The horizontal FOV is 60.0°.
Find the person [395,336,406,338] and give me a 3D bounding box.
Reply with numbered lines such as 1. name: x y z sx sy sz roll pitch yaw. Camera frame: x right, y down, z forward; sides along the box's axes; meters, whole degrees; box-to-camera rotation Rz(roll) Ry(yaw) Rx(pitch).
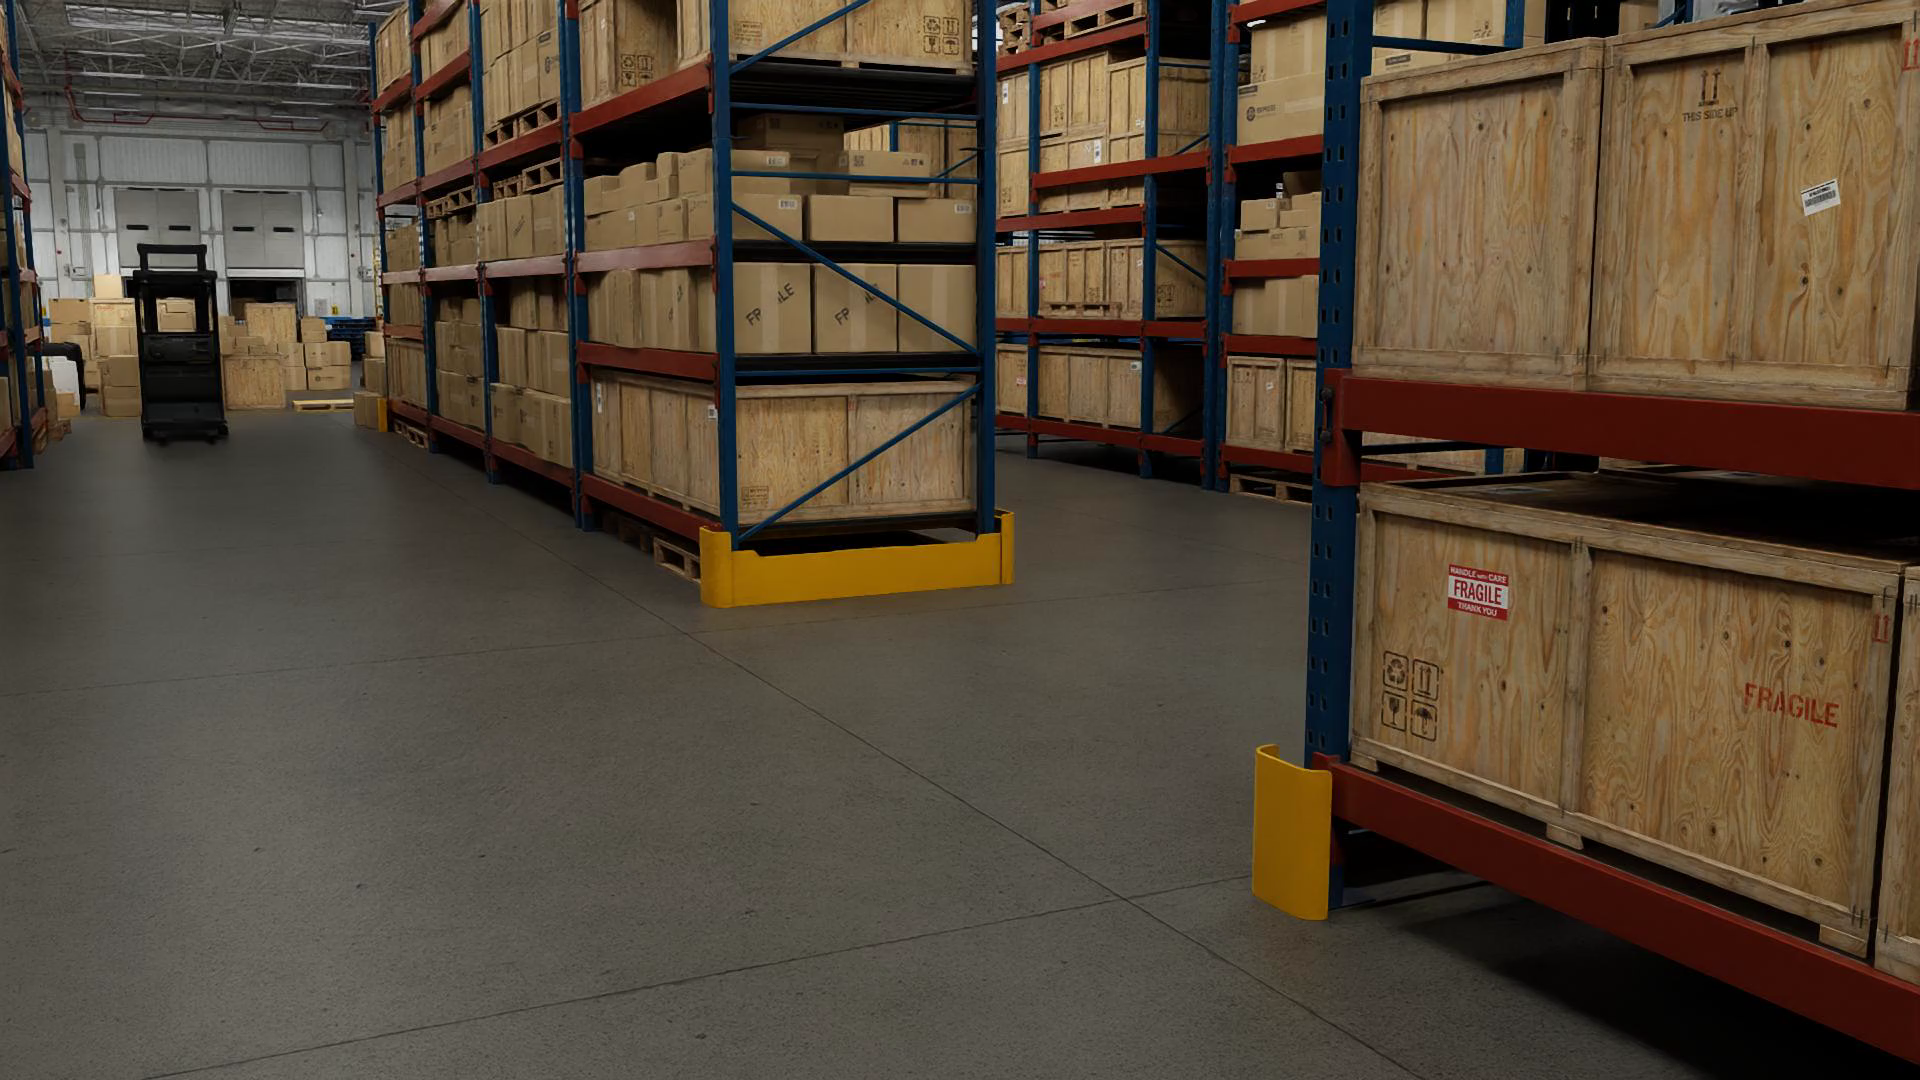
1. person: -12.133 -4.059 36.359 0.433 1.623 0.540 -6 10 -34

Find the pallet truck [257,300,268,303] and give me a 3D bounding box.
1. pallet truck: -23.913 -7.404 58.171 1.885 1.965 0.823 -1 8 -9

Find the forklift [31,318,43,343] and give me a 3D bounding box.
1. forklift: -30.579 -7.277 54.267 1.129 2.768 1.873 -4 9 -26

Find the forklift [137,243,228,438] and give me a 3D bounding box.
1. forklift: -11.575 -2.976 24.613 1.129 2.768 1.873 -4 9 -26

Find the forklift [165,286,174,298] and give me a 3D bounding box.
1. forklift: -25.382 -7.057 52.754 1.873 2.768 1.129 6 10 36
